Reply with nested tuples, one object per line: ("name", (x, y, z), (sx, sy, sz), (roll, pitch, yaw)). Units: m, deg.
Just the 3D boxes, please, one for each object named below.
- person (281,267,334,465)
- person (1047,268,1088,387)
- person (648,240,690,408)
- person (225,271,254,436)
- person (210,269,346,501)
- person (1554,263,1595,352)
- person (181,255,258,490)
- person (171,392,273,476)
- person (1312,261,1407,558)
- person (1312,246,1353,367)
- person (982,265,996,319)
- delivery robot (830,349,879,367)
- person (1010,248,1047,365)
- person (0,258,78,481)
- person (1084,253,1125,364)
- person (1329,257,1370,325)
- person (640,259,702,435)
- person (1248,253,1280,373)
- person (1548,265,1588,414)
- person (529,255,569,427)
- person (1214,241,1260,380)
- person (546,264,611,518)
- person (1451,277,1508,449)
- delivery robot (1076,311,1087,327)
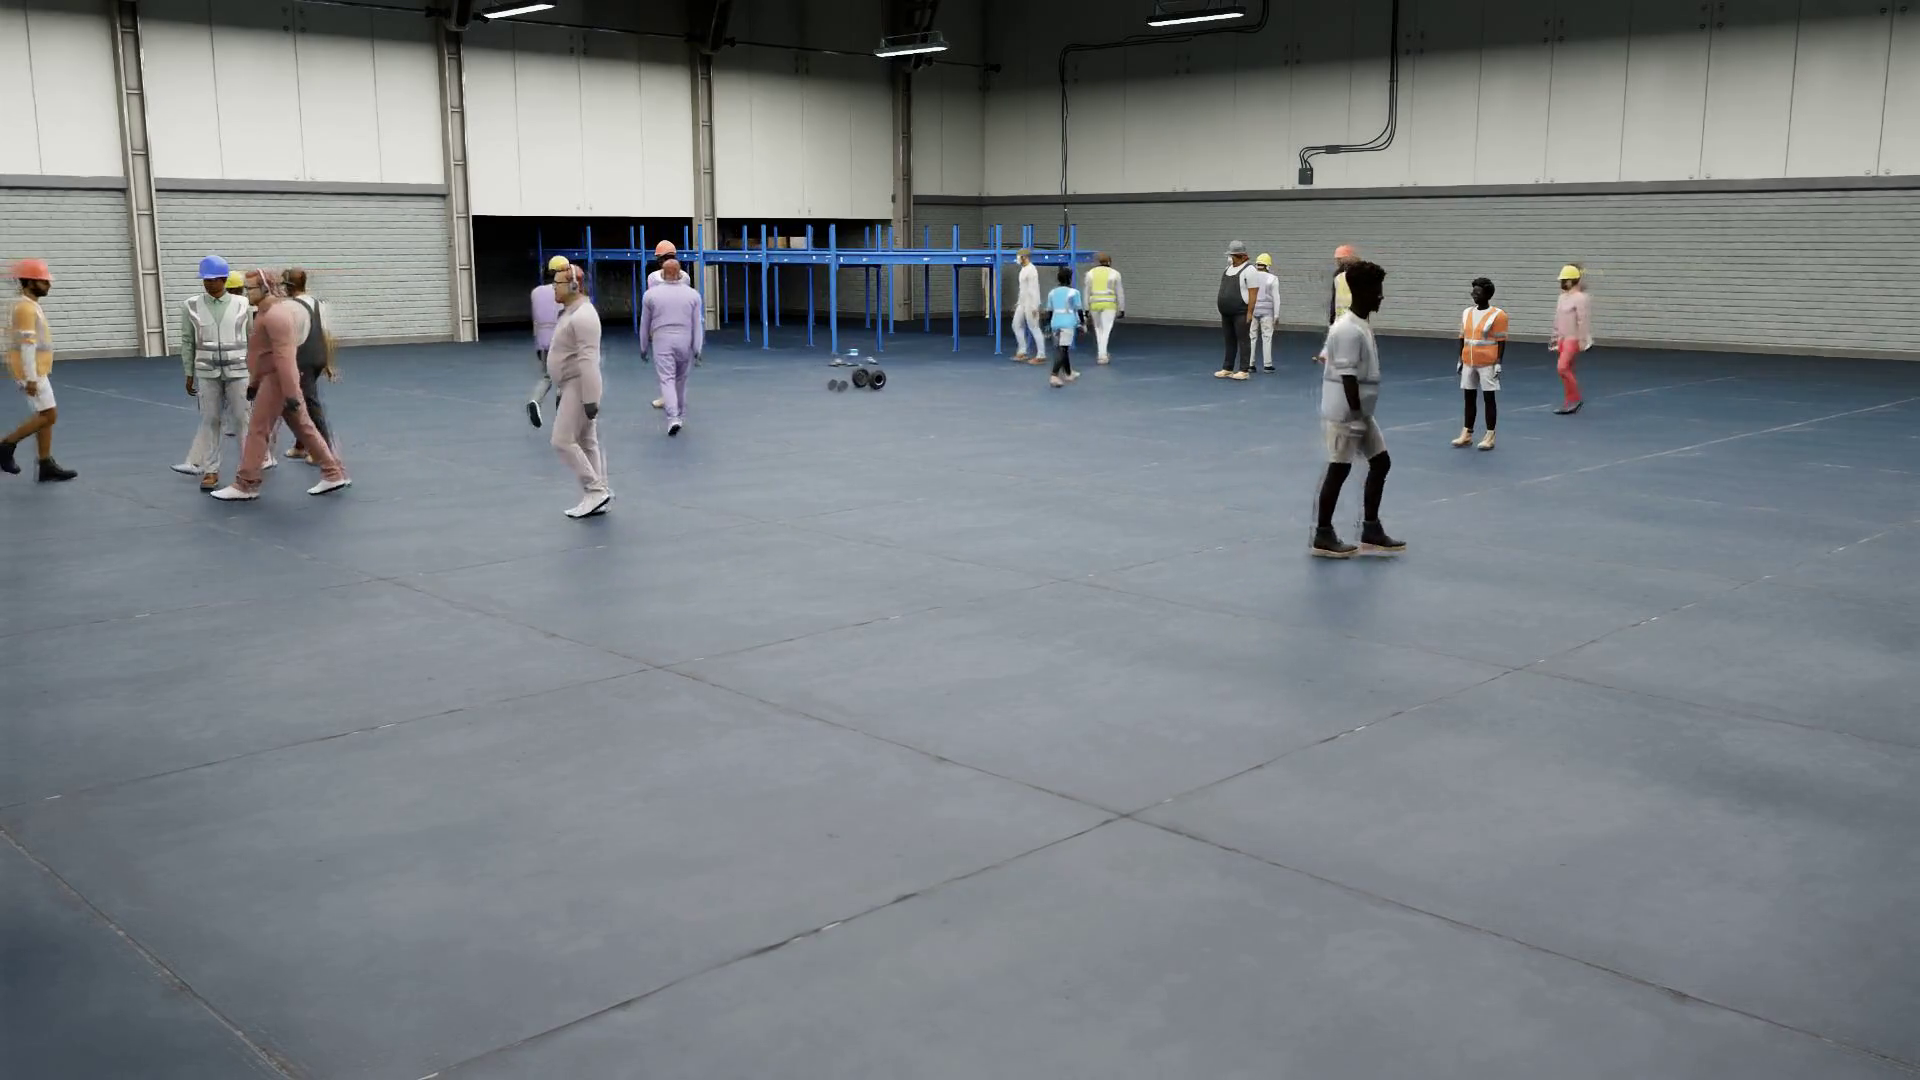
("person", (-6.157, -1.608, 15.423), (0.790, 1.815, 0.519), (3, 11, 15))
("person", (1.493, -3.011, 23.517), (0.544, 1.647, 0.880), (9, 14, 41))
("person", (-3.606, -2.660, 20.524), (0.377, 2.044, 0.608), (9, 14, 41))
("person", (-7.590, -1.965, 17.579), (0.410, 1.728, 0.573), (-5, 12, -25))
("person", (-5.503, -1.249, 13.386), (1.018, 1.852, 0.649), (-3, 11, -17))
("person", (11.291, -4.263, 30.467), (0.530, 1.610, 0.809), (-6, 12, -31))
("person", (-6.161, -1.397, 13.905), (0.615, 1.942, 0.398), (-3, 11, -18))
("person", (-6.510, -1.356, 14.659), (0.527, 1.582, 0.879), (7, 13, 35))
("person", (2.680, -0.841, 10.878), (0.735, 1.937, 0.624), (5, 11, 24))
("person", (6.167, -3.744, 26.745), (1.009, 1.936, 0.617), (-7, 12, -33))
("person", (0.803, -6.474, 42.439), (0.498, 1.634, 0.280), (-1, 10, -3))
("delivery robot", (-1.458, -2.525, 23.003), (0.698, 0.223, 0.335), (-8, 13, -36))
("person", (1.107, -3.853, 27.428), (0.687, 1.898, 0.654), (-2, 11, -9))
("person", (-8.000, -1.448, 14.264), (0.599, 1.917, 0.546), (-5, 12, -25))
("person", (2.450, -3.857, 27.705), (0.652, 1.801, 0.896), (5, 12, 26))
("person", (6.022, -3.465, 25.642), (0.963, 1.778, 0.638), (-7, 12, -32))
("person", (-3.104, -2.083, 17.913), (0.651, 1.862, 1.022), (-3, 11, -18))
("person", (4.674, -3.512, 25.756), (0.600, 1.827, 0.404), (6, 12, 31))
("person", (7.202, -2.362, 19.699), (0.400, 1.755, 0.524), (-1, 10, -7))
("person", (-4.396, -2.117, 17.960), (0.583, 1.899, 0.725), (2, 11, 12))
("person", (4.066, -3.383, 24.593), (0.536, 2.000, 0.680), (-6, 12, -30))
("person", (-2.871, -1.105, 12.440), (0.444, 1.896, 0.639), (-3, 11, -17))
("person", (5.175, -1.757, 16.543), (0.319, 1.695, 0.538), (-7, 13, -35))
("delivery robot", (2.581, -5.018, 37.307), (0.477, 0.478, 0.707), (-3, 11, -16))
